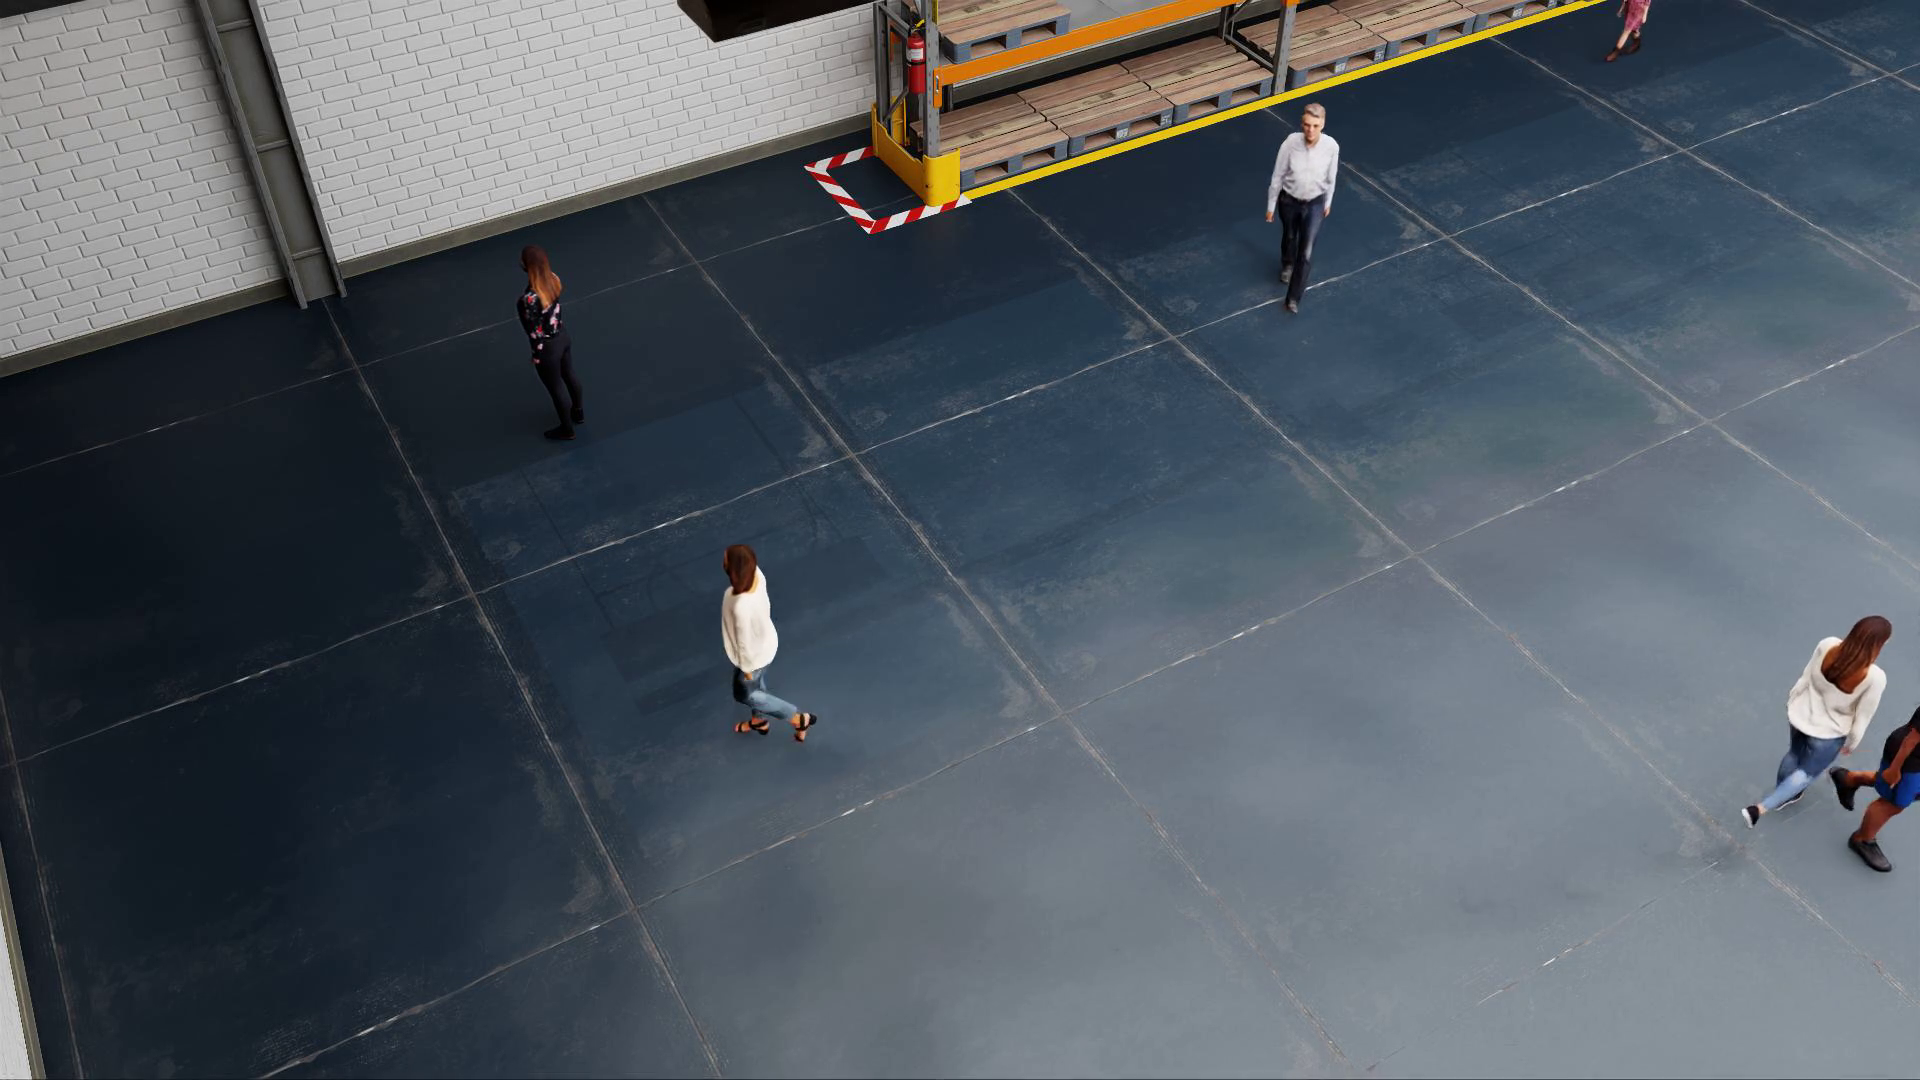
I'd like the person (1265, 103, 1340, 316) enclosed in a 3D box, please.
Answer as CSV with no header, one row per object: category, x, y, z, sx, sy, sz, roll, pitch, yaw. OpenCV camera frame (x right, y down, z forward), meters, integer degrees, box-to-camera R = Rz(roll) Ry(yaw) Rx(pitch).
person,2.825,-2.824,13.753,1.173,1.766,1.213,9,44,9

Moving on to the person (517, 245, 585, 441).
person,-3.049,-1.481,12.403,0.698,1.684,0.637,11,45,11

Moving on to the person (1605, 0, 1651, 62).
person,6.952,-5.431,17.034,0.730,1.013,0.431,-20,47,-20

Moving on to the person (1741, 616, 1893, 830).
person,4.959,1.101,9.699,0.889,1.673,0.626,-21,47,-21

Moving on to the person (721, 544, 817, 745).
person,-1.189,0.663,10.164,0.927,1.667,0.850,5,44,5

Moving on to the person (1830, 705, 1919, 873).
person,5.451,1.162,9.557,0.817,1.781,0.717,-17,46,-17
